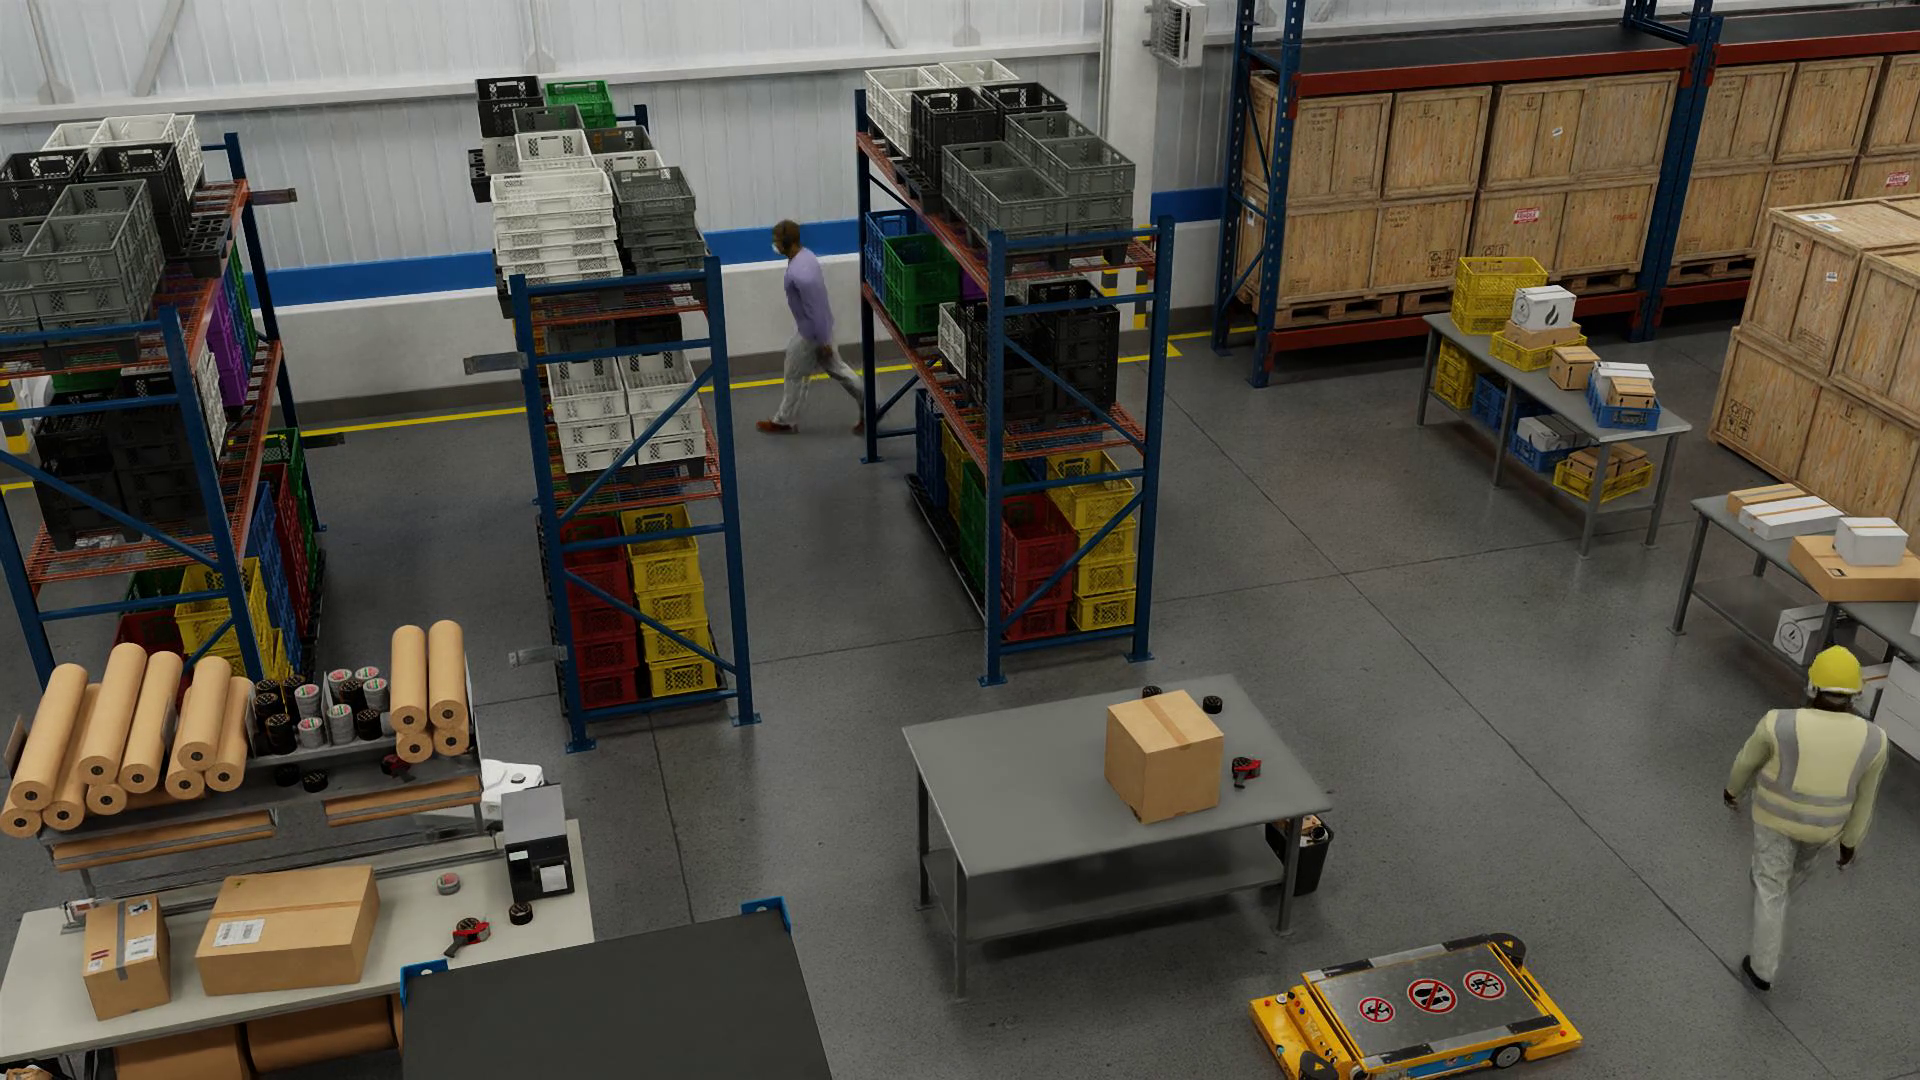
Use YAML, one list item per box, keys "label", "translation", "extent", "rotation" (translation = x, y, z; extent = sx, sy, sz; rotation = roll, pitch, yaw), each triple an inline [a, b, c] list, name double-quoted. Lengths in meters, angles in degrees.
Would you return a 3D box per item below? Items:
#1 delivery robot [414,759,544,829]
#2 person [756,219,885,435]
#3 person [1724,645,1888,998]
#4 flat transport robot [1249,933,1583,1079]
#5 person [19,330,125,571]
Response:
- label: "delivery robot"
  translation: [-2.686, 1.389, 9.219]
  extent: [0.707, 0.478, 0.477]
  rotation: [3, 29, 6]
- label: "person"
  translation: [-1.146, -1.728, 13.656]
  extent: [1.077, 1.865, 0.640]
  rotation: [1, 29, 2]
- label: "person"
  translation: [4.105, 1.313, 8.201]
  extent: [0.602, 1.772, 0.970]
  rotation: [5, 29, 10]
- label: "flat transport robot"
  translation: [2.184, 2.282, 7.980]
  extent: [1.431, 0.197, 0.652]
  rotation: [-8, 30, -14]
- label: "person"
  translation: [-6.284, -0.651, 11.656]
  extent: [0.585, 1.882, 0.340]
  rotation: [18, 34, 29]
